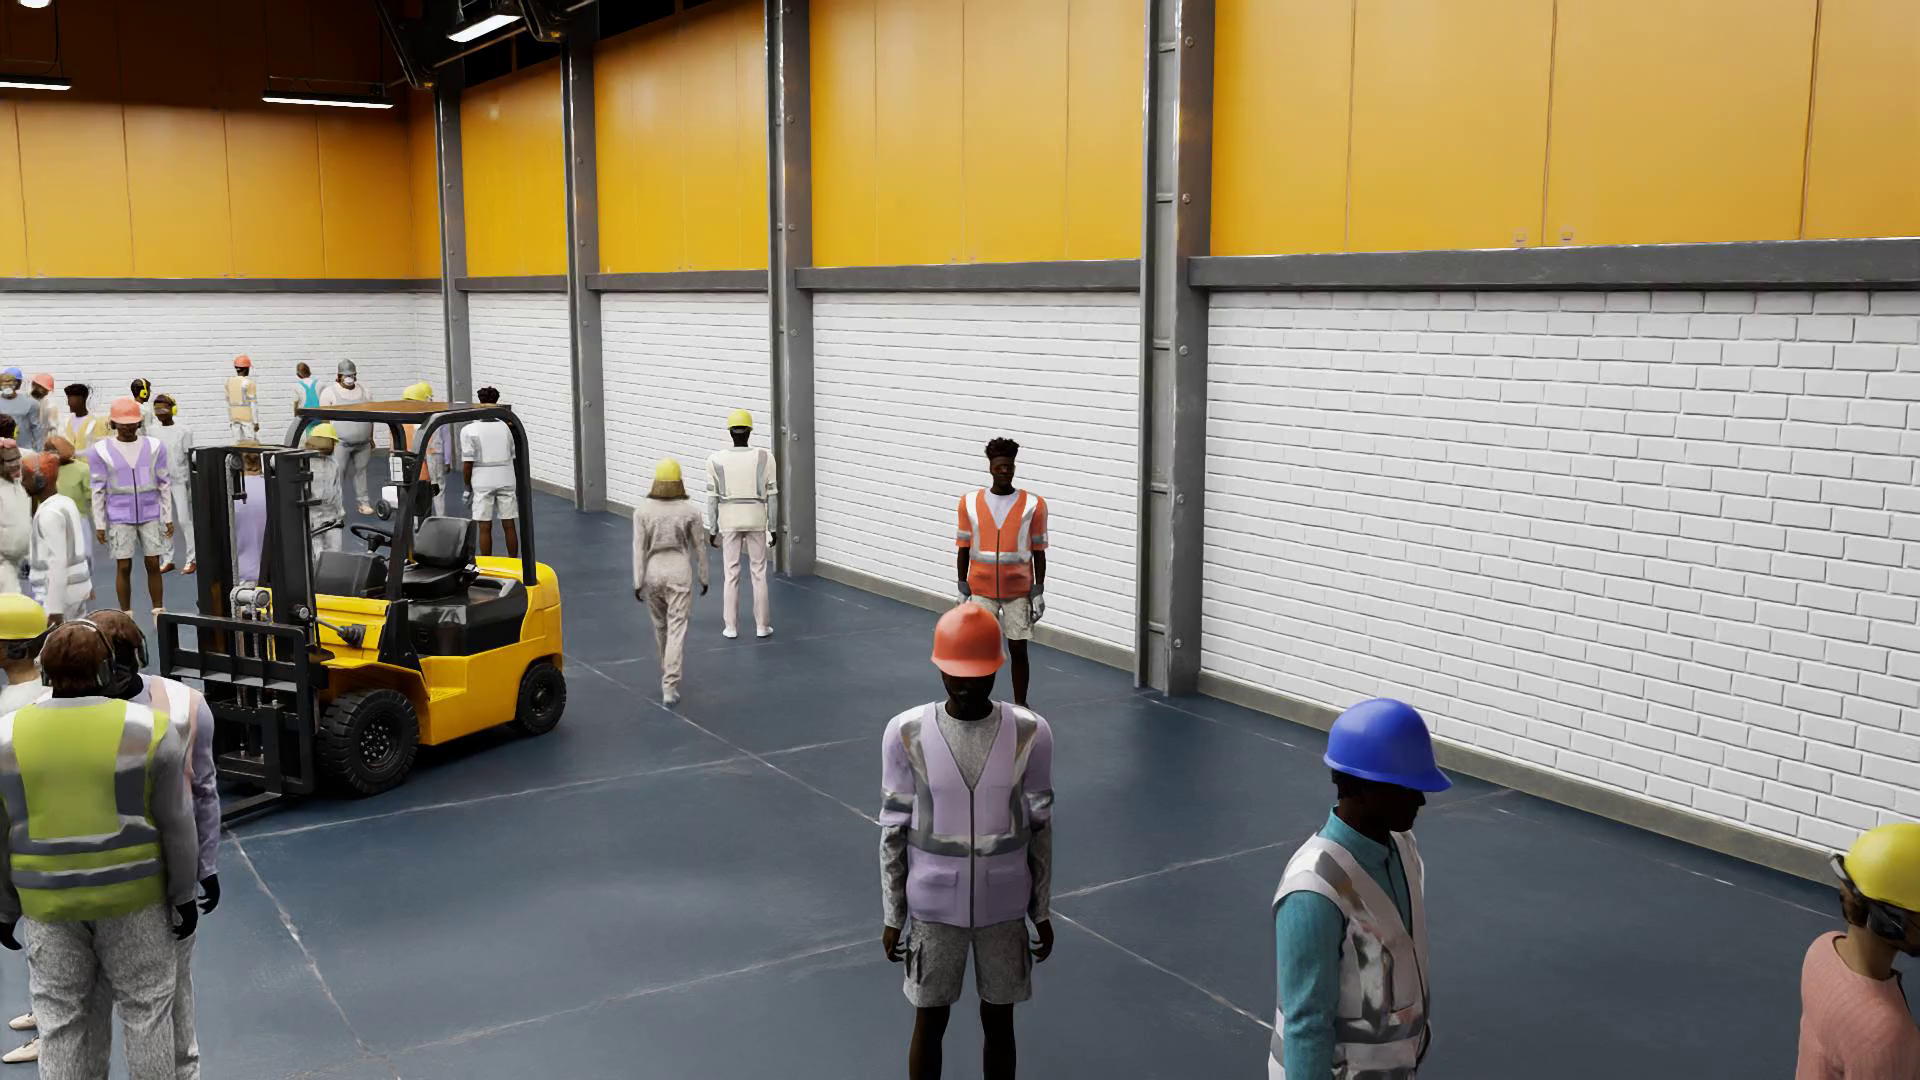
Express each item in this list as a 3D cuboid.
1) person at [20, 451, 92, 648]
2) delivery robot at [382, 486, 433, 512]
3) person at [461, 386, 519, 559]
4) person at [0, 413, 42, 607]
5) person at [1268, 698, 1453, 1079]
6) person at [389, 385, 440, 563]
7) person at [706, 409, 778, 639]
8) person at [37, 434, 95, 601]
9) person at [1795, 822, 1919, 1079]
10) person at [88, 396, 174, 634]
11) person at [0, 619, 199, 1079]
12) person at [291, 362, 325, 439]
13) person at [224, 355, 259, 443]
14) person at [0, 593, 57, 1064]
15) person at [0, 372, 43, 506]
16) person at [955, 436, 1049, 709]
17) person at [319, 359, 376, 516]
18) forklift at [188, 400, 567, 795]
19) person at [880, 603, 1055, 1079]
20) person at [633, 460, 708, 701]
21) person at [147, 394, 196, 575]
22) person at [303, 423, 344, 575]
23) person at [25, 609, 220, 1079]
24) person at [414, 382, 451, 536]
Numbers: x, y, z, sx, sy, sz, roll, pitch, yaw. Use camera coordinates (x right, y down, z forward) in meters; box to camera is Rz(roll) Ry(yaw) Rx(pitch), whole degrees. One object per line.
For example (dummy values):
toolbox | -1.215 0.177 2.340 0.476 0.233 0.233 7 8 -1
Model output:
person | -5.810 0.364 10.708 0.382 1.877 0.586 -3 9 -19
delivery robot | -6.986 -0.558 21.035 0.707 0.478 0.477 7 11 39
person | -4.630 -0.539 16.486 0.600 1.967 0.368 -5 10 -29
person | -8.195 -0.164 14.340 0.330 1.862 0.506 5 10 30
person | 0.957 1.325 4.038 0.416 1.939 0.601 6 10 33
person | -5.702 -0.662 17.468 0.586 1.921 0.379 4 9 26
person | -1.809 -0.126 13.865 0.584 1.919 0.375 -1 8 -6
person | -8.139 -0.174 15.231 0.537 1.612 0.392 -3 9 -17
person | 1.987 1.468 3.677 0.336 1.757 0.532 2 9 14
person | -6.913 -0.189 13.925 0.612 2.033 0.411 -6 11 -37
person | -2.809 1.166 5.418 0.634 1.839 0.429 -2 9 -14
person | -10.100 -1.865 25.950 0.592 1.807 0.415 -6 10 -36
person | -10.956 -1.857 25.463 0.547 1.937 0.379 3 9 19
person | -3.522 1.071 6.294 0.300 1.772 0.524 -4 9 -24
person | -11.530 -1.078 20.268 0.636 1.928 0.387 -5 10 -30
person | 0.265 0.311 10.756 0.607 1.966 0.367 1 9 8
person | -7.879 -1.324 21.529 0.688 2.000 0.536 -7 11 -40
forklift | -3.529 0.258 10.348 1.214 2.155 2.313 4 9 25
person | 0.027 1.147 5.224 0.553 1.933 0.370 -1 8 -4
person | -2.068 0.271 11.937 0.506 1.689 0.922 0 8 -1
person | -8.078 -0.568 17.051 0.517 1.861 0.322 1 9 7
person | -5.788 -0.199 15.047 0.469 1.706 0.520 4 10 28
person | -2.810 1.140 5.598 0.627 1.842 0.429 -5 10 -31
person | -6.346 -0.955 19.751 0.591 1.829 0.404 -2 9 -14
